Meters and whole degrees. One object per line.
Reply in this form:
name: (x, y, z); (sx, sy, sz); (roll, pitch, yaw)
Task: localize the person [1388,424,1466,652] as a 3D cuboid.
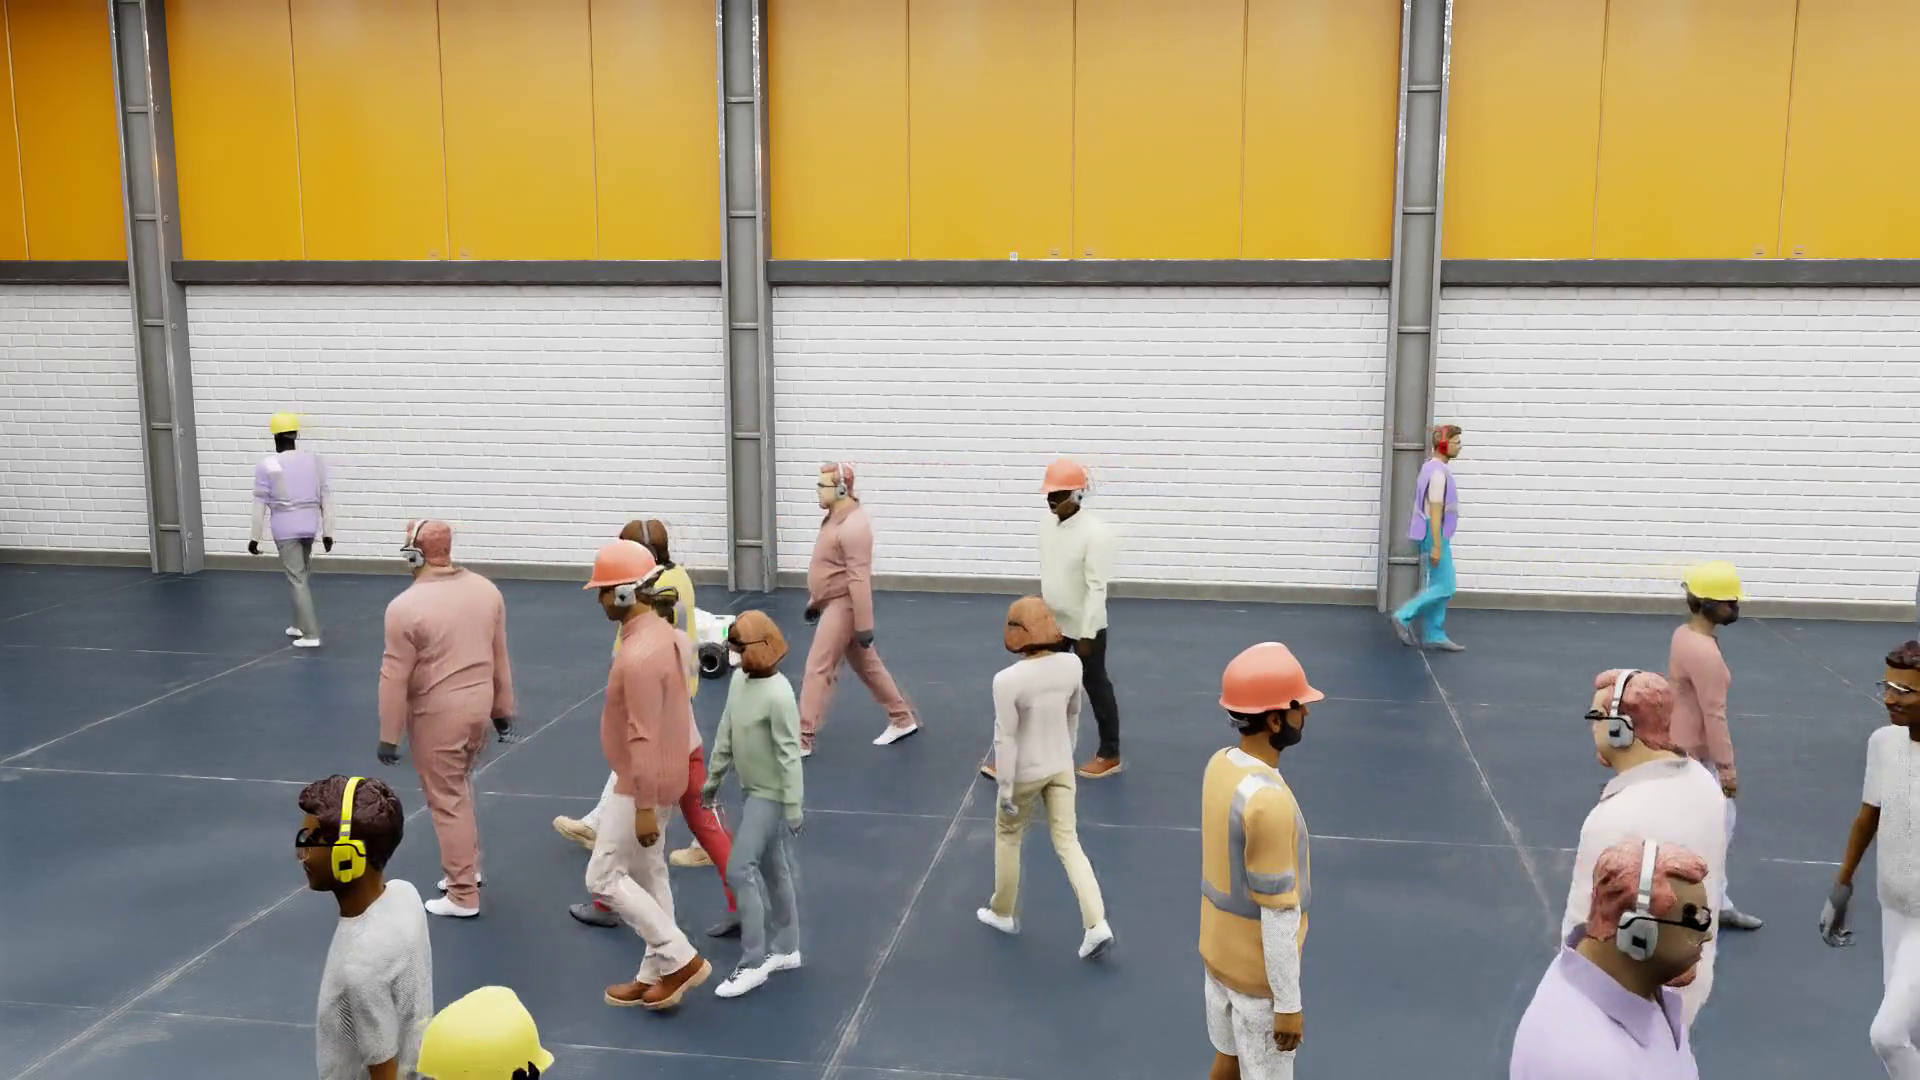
person: (3.747, -0.007, 13.170); (0.524, 1.831, 0.588); (2, 9, 13)

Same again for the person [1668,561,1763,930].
person: (3.402, 0.959, 7.485); (0.728, 1.734, 0.542); (3, 10, 16)

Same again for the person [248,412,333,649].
person: (-5.437, -0.083, 13.426); (0.791, 1.896, 0.594); (6, 11, 34)

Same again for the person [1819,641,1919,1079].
person: (3.093, 1.238, 5.434); (0.533, 1.849, 0.565); (-2, 9, -11)

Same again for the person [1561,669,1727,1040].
person: (1.978, 1.314, 4.856); (0.433, 1.883, 0.683); (7, 12, 37)

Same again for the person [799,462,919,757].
person: (-0.720, 0.430, 10.432); (1.003, 1.861, 0.643); (-1, 9, -9)

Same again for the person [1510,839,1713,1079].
person: (1.429, 1.541, 3.458); (0.694, 1.883, 0.681); (6, 11, 31)

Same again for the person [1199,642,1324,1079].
person: (0.903, 1.263, 5.014); (0.348, 1.943, 0.545); (-2, 9, -11)

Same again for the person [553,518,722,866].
person: (-1.634, 0.781, 8.427); (0.951, 1.790, 0.632); (0, 9, -2)

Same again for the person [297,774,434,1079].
person: (-1.411, 1.465, 3.988); (0.329, 1.872, 0.510); (-2, 9, -12)

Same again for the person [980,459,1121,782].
person: (0.595, 0.497, 9.723); (1.009, 1.936, 0.646); (-7, 12, -38)

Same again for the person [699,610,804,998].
person: (-0.919, 1.097, 7.030); (0.581, 1.615, 0.511); (-4, 10, -26)

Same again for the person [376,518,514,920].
person: (-2.466, 0.831, 7.828); (0.564, 1.886, 0.675); (5, 10, 27)

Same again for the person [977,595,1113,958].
person: (0.371, 1.040, 7.401); (0.495, 1.604, 0.788); (-5, 11, -30)

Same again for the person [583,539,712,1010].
person: (-1.305, 0.968, 6.740); (0.436, 1.966, 0.636); (0, 9, -1)

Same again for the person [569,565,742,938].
person: (-1.327, 0.964, 7.583); (0.934, 1.714, 0.534); (3, 10, 18)

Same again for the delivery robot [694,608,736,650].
delivery robot: (-2.064, 0.686, 12.547); (0.707, 0.478, 0.477); (1, 9, 5)

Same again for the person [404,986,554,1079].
person: (-0.974, 1.695, 3.002); (0.521, 1.738, 0.743); (6, 11, 32)

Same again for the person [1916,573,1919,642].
person: (6.015, 0.598, 10.059); (0.268, 1.632, 0.507); (-3, 10, -18)
